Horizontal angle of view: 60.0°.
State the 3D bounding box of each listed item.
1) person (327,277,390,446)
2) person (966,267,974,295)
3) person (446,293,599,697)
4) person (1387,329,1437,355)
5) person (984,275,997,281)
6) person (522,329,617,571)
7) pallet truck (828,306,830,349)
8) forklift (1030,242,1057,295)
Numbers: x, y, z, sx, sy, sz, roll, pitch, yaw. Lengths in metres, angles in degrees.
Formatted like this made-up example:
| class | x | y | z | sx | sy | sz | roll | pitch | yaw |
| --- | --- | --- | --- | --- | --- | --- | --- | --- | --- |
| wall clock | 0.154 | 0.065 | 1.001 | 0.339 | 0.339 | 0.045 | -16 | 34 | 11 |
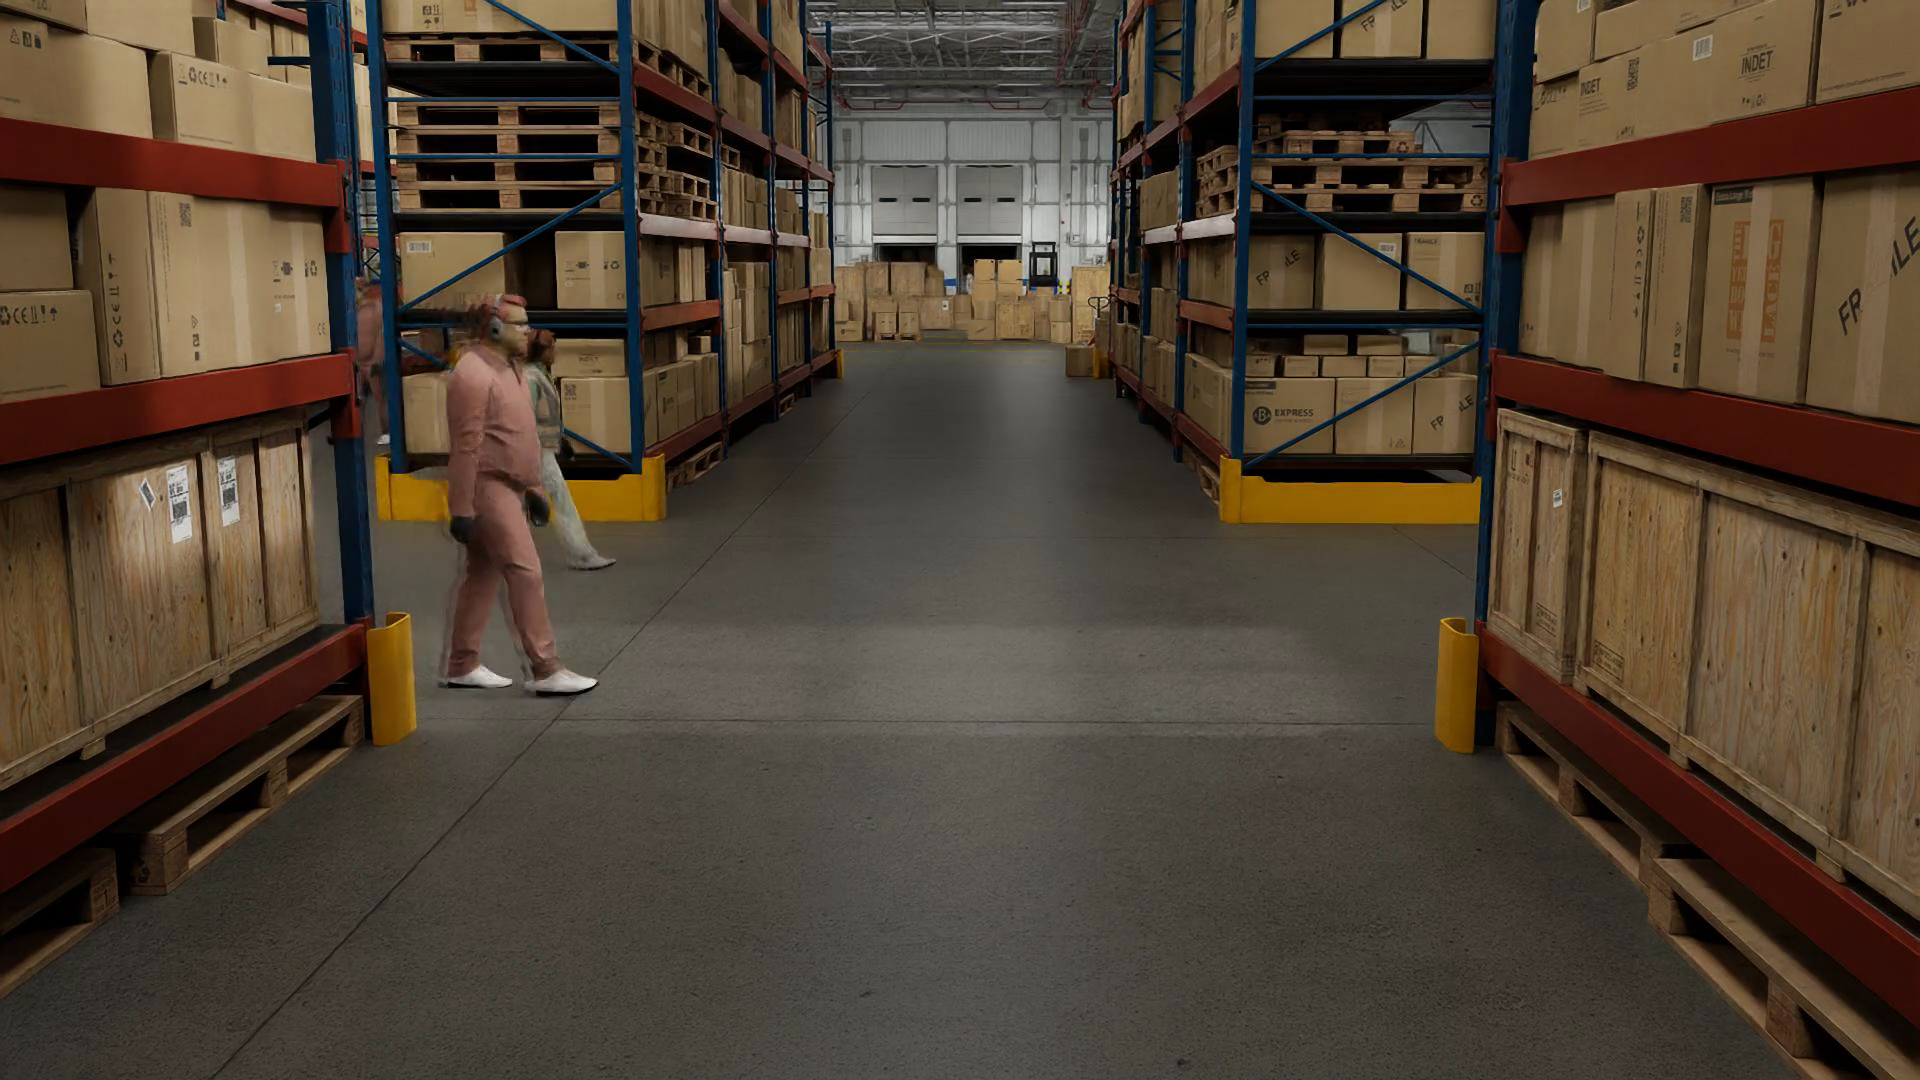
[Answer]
| class | x | y | z | sx | sy | sz | roll | pitch | yaw |
| --- | --- | --- | --- | --- | --- | --- | --- | --- | --- |
| person | -6.538 | -1.924 | 18.156 | 0.642 | 1.856 | 0.965 | 2 | 10 | 13 |
| person | 0.525 | -9.647 | 64.398 | 0.809 | 1.853 | 0.571 | 1 | 10 | 9 |
| person | -2.051 | -0.199 | 7.755 | 0.876 | 1.869 | 0.671 | 0 | 9 | 0 |
| person | 5.293 | -2.238 | 19.608 | 0.621 | 1.998 | 0.951 | 1 | 9 | 4 |
| person | 1.040 | -9.165 | 61.354 | 0.656 | 1.907 | 0.845 | -7 | 12 | -36 |
| person | -2.730 | -0.580 | 10.877 | 0.853 | 1.594 | 0.524 | -1 | 10 | -8 |
| pallet truck | -3.100 | -3.940 | 29.800 | 1.885 | 1.965 | 0.823 | 3 | 10 | 19 |
| forklift | 3.230 | -10.146 | 64.339 | 1.129 | 2.768 | 1.873 | 0 | 9 | 1 |
